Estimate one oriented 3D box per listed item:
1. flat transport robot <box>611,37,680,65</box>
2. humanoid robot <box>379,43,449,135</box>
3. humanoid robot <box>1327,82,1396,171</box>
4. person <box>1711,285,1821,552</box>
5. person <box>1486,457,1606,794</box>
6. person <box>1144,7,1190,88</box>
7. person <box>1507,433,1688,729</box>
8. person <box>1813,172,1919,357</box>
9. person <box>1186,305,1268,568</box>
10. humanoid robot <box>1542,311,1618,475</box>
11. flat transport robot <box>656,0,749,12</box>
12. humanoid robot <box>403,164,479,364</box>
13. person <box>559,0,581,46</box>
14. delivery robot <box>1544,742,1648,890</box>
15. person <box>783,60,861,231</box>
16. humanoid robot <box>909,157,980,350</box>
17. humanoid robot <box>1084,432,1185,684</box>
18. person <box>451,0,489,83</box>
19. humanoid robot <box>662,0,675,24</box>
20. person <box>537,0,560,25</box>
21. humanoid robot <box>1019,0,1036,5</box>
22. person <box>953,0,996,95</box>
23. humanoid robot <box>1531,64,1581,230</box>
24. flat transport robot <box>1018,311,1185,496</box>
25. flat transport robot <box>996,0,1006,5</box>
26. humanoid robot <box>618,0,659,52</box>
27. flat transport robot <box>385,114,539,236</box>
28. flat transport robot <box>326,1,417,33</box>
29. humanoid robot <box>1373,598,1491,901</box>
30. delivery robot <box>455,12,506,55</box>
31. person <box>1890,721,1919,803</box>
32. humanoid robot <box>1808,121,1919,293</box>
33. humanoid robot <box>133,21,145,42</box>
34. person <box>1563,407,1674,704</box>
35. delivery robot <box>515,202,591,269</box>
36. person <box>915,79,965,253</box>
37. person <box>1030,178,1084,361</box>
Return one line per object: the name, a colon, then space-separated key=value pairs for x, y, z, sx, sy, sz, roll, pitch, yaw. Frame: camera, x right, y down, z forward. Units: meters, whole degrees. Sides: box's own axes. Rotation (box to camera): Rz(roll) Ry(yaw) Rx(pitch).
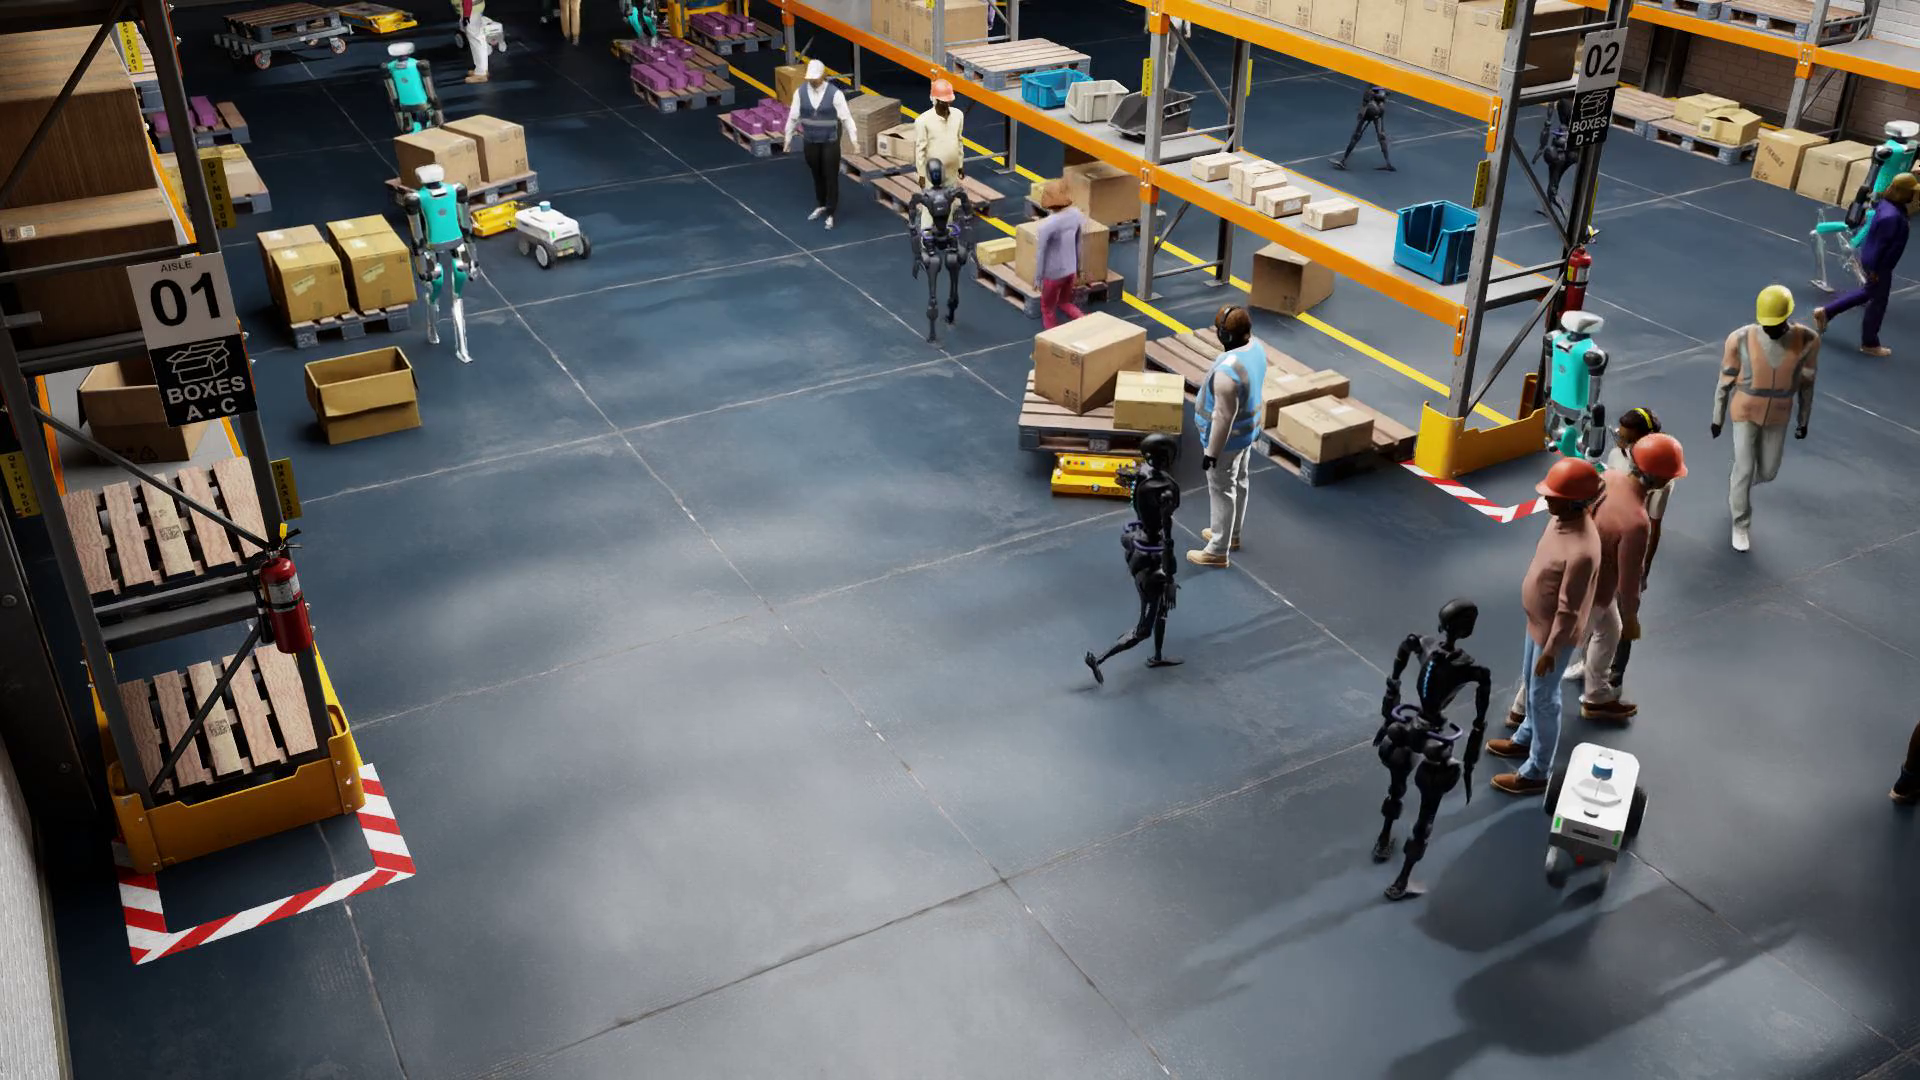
flat transport robot: x=-4.325 y=-6.759 z=23.176 sx=0.659 sy=0.231 sz=1.431 roll=-15 pitch=33 yaw=-25
humanoid robot: x=-5.644 y=-4.461 z=17.733 sx=0.579 sy=1.790 sz=0.859 roll=6 pitch=30 yaw=11
humanoid robot: x=4.603 y=-4.958 z=18.659 sx=0.760 sy=1.622 sz=0.601 roll=13 pitch=32 yaw=21
person: x=5.438 y=-0.876 z=11.313 sx=0.645 sy=1.877 sz=0.612 roll=5 pitch=30 yaw=8
person: x=3.145 y=0.455 z=8.896 sx=0.393 sy=1.987 sz=0.608 roll=5 pitch=30 yaw=8
person: x=2.686 y=-6.685 z=21.461 sx=0.583 sy=1.854 sz=0.950 roll=0 pitch=30 yaw=0
person: x=3.611 y=0.263 z=9.268 sx=0.884 sy=1.942 sz=0.627 roll=4 pitch=30 yaw=6
person: x=7.796 y=-2.376 z=14.195 sx=0.607 sy=1.605 sz=0.464 roll=13 pitch=32 yaw=22
person: x=1.760 y=-0.687 z=11.033 sx=0.431 sy=1.839 sz=0.618 roll=15 pitch=33 yaw=25
humanoid robot: x=4.319 y=-0.709 z=11.245 sx=0.905 sy=1.845 sz=0.578 roll=-11 pitch=32 yaw=-19
flat transport robot: x=-4.113 y=-8.516 z=26.234 sx=1.431 sy=0.231 sz=0.659 roll=-10 pitch=31 yaw=-17
humanoid robot: x=-4.431 y=-2.349 z=14.106 sx=0.551 sy=1.854 sz=0.838 roll=-19 pitch=35 yaw=-29
person: x=-5.637 y=-8.013 z=23.908 sx=0.565 sy=1.717 sz=0.796 roll=-4 pitch=30 yaw=-8
delivery robot: x=3.316 y=1.399 z=8.702 sx=0.499 sy=0.609 sz=0.812 roll=14 pitch=33 yaw=23
person: x=-1.434 y=-4.045 z=17.006 sx=0.799 sy=1.720 sz=0.716 roll=7 pitch=31 yaw=12
humanoid robot: x=-0.142 y=-2.510 z=14.410 sx=0.595 sy=1.643 sz=0.591 roll=-5 pitch=30 yaw=-8
humanoid robot: x=1.057 y=0.101 z=9.849 sx=0.687 sy=1.634 sz=0.583 roll=-7 pitch=31 yaw=-12
person: x=-6.524 y=-7.028 z=22.066 sx=0.431 sy=1.845 sz=0.620 roll=-2 pitch=30 yaw=-4
humanoid robot: x=-4.423 y=-8.663 z=25.016 sx=0.755 sy=1.779 sz=0.530 roll=-11 pitch=32 yaw=-18
person: x=-6.273 y=-8.738 z=25.095 sx=0.535 sy=1.789 sz=0.949 roll=-4 pitch=30 yaw=-6
humanoid robot: x=0.982 y=-9.272 z=26.135 sx=0.402 sy=1.654 sz=0.608 roll=-7 pitch=31 yaw=-12
person: x=0.140 y=-6.745 z=21.504 sx=0.645 sy=1.913 sz=0.412 roll=-9 pitch=31 yaw=-15
humanoid robot: x=6.241 y=-4.034 z=17.070 sx=0.609 sy=1.636 sz=0.751 roll=-10 pitch=31 yaw=-16
flat transport robot: x=1.081 y=-0.752 z=12.718 sx=0.659 sy=0.231 sz=1.431 roll=4 pitch=30 yaw=7
flat transport robot: x=0.609 y=-8.856 z=26.826 sx=0.659 sy=0.231 sz=1.431 roll=6 pitch=30 yaw=11
humanoid robot: x=-4.269 y=-7.131 z=22.388 sx=0.536 sy=1.822 sz=0.782 roll=4 pitch=30 yaw=6
flat transport robot: x=-5.202 y=-3.509 z=17.518 sx=1.431 sy=0.231 sz=0.659 roll=22 pitch=37 yaw=34
flat transport robot: x=-8.939 y=-7.911 z=25.182 sx=1.431 sy=0.231 sz=0.659 roll=21 pitch=36 yaw=32
humanoid robot: x=2.304 y=1.018 z=8.245 sx=0.503 sy=1.639 sz=0.589 roll=-26 pitch=39 yaw=-38
delivery robot: x=-6.846 y=-7.248 z=23.758 sx=0.509 sy=0.612 sz=0.784 roll=-26 pitch=39 yaw=-37
person: x=5.320 y=0.638 z=8.617 sx=0.390 sy=1.948 sz=0.625 roll=-19 pitch=35 yaw=-29
humanoid robot: x=8.169 y=-2.991 z=15.139 sx=0.531 sy=1.743 sz=0.965 roll=-12 pitch=32 yaw=-21
humanoid robot: x=-11.402 y=-7.243 z=22.601 sx=0.330 sy=1.646 sz=0.589 roll=26 pitch=39 yaw=37
person: x=3.819 y=0.088 z=9.670 sx=0.349 sy=1.856 sz=0.525 roll=-10 pitch=31 yaw=-17
delivery robot: x=-4.054 y=-3.034 z=16.398 sx=0.790 sy=0.589 sz=0.499 roll=26 pitch=39 yaw=38
person: x=-0.172 y=-3.627 z=16.232 sx=0.571 sy=1.748 sz=0.341 roll=-21 pitch=36 yaw=-32
person: x=0.880 y=-2.212 z=13.904 sx=0.520 sy=1.614 sz=0.506 roll=22 pitch=37 yaw=34
